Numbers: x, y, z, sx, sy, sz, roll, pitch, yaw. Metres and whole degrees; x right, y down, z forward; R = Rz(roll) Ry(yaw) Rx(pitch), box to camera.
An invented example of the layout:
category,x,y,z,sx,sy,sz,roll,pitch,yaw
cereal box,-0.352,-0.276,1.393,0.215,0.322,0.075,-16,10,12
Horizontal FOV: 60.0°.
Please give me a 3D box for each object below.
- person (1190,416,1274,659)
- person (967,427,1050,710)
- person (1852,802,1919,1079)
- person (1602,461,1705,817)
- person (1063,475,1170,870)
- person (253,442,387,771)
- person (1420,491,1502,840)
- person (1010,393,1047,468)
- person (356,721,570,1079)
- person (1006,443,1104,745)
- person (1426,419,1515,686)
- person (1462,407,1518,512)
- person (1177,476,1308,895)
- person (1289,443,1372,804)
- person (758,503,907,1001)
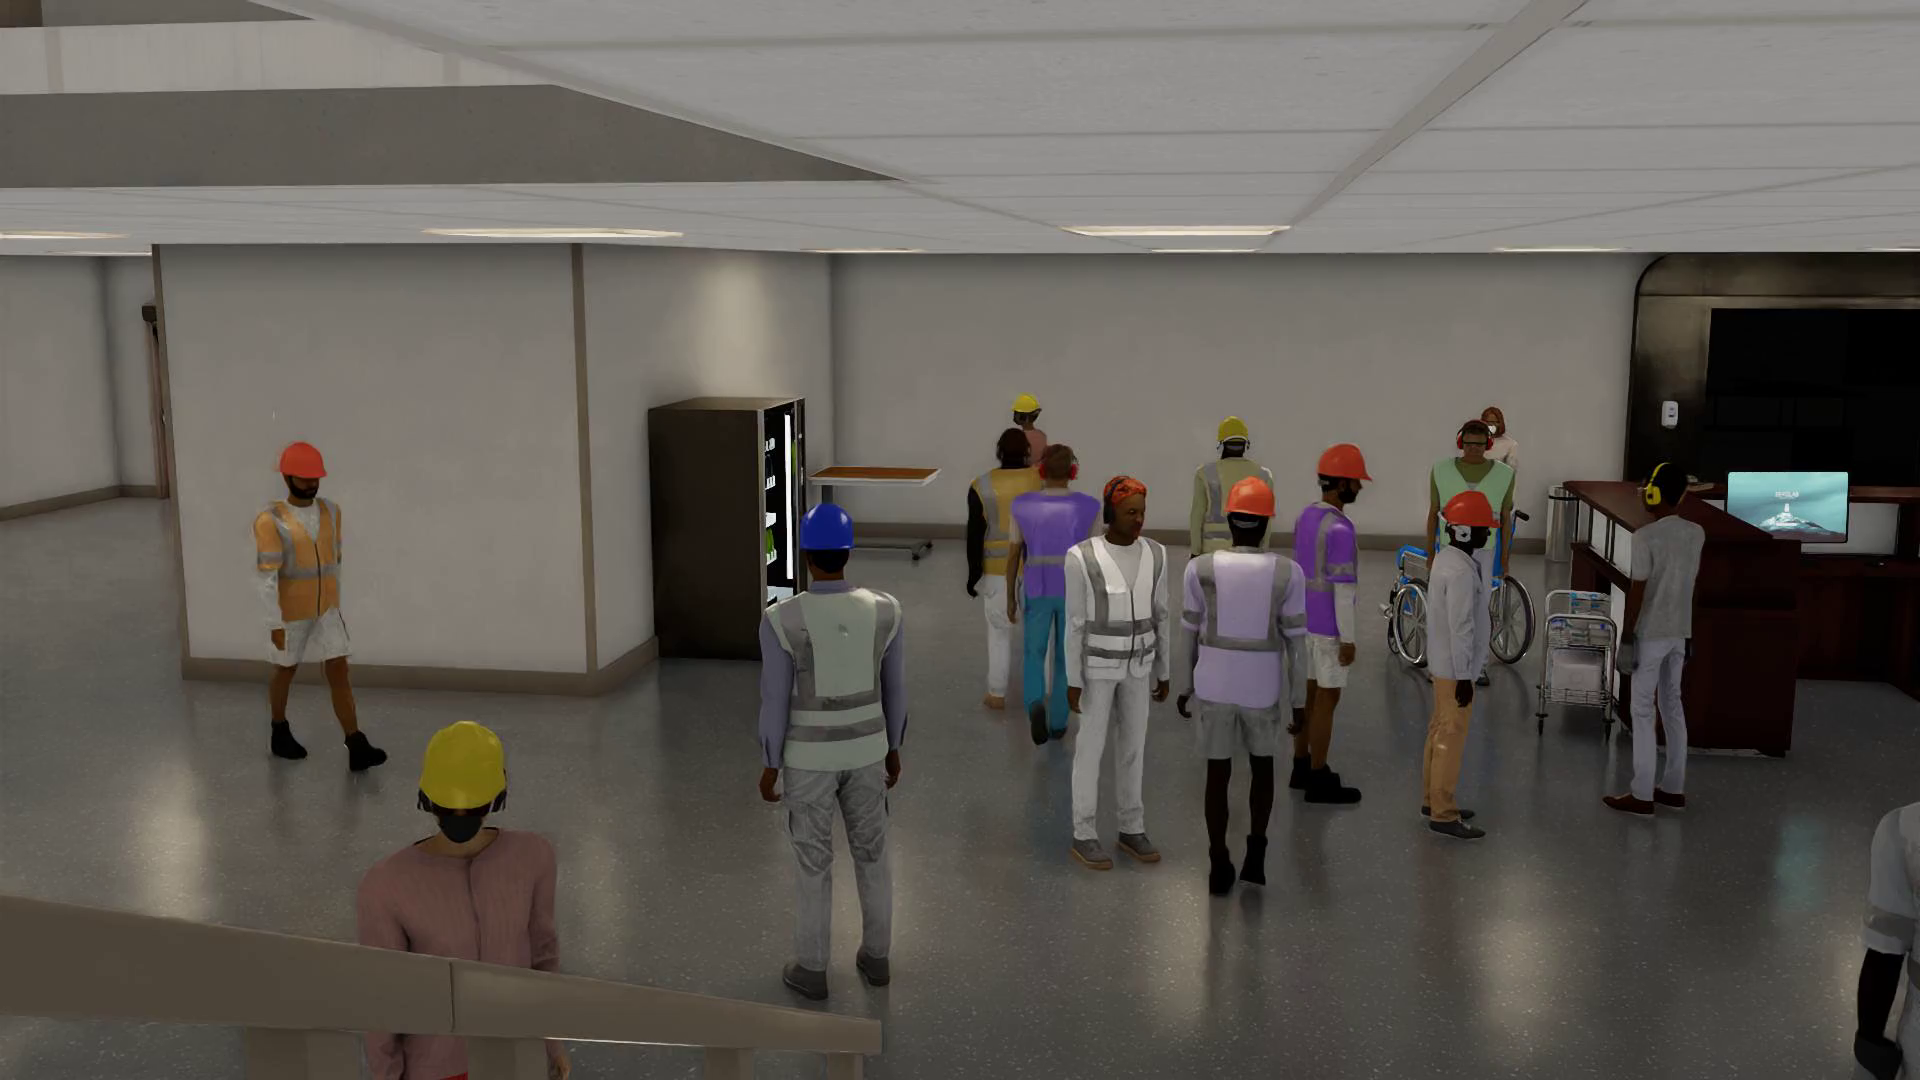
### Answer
category,x,y,z,sx,sy,sz,roll,pitch,yaw
person,1.906,0.040,11.779,0.587,1.825,0.403,-2,9,-10
person,0.356,0.190,10.787,0.631,1.842,0.430,-1,9,-6
person,2.434,1.250,3.903,0.620,1.952,0.383,6,11,33
person,3.649,0.518,8.715,0.512,1.862,0.324,-5,10,-28
person,0.759,0.629,7.960,0.579,1.882,0.364,-5,10,-26
person,-3.706,0.382,9.471,1.012,1.878,0.571,7,12,37
person,2.530,0.617,8.417,0.333,1.749,0.574,1,9,8
person,0.585,-0.408,14.703,0.305,1.772,0.527,6,11,31
person,-1.219,1.304,4.157,0.525,1.765,0.329,-8,12,-40
person,0.567,0.344,9.914,0.589,1.818,0.678,1,9,4
person,3.503,0.083,11.463,0.564,1.838,0.390,3,10,15
person,4.792,-0.399,15.101,0.504,1.627,0.285,5,10,27
person,1.285,0.667,7.612,0.580,1.915,0.435,1,9,9
person,2.000,0.440,8.956,0.379,1.932,0.552,-2,9,-12
person,-0.504,0.824,6.541,0.612,1.946,0.405,-4,10,-26
